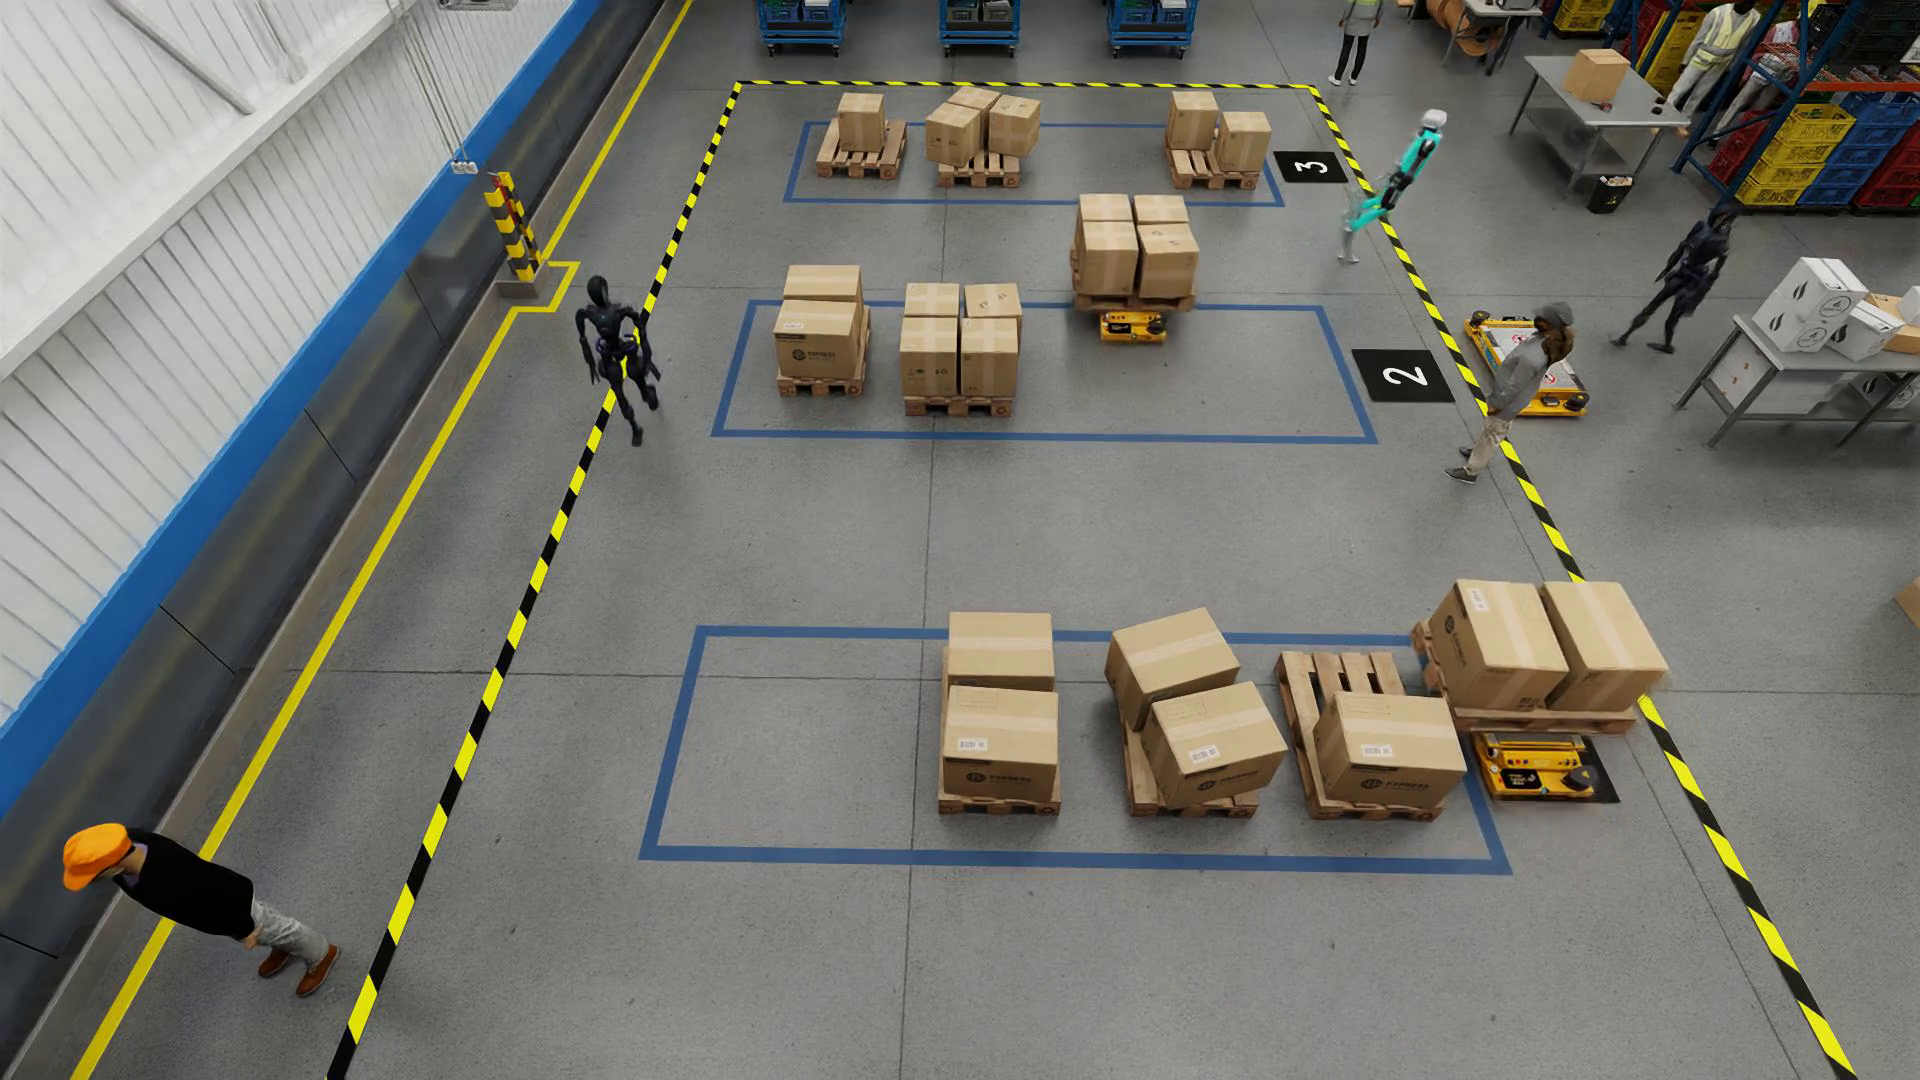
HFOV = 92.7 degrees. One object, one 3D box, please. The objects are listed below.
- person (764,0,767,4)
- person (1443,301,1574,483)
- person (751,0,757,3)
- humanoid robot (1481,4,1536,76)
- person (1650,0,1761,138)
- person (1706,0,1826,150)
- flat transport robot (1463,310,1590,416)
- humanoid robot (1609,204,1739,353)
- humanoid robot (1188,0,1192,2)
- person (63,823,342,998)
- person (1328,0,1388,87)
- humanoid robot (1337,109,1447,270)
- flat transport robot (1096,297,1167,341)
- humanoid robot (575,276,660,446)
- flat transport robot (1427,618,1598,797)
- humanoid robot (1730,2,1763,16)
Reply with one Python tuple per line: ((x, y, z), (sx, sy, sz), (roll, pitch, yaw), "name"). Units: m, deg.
((-3.310, -9.899, 15.005), (0.387, 1.927, 0.740), (-24, 53, -20), "person")
((4.576, -1.202, 7.581), (0.395, 1.769, 0.564), (34, 57, 26), "person")
((-3.388, -9.871, 14.961), (0.604, 1.957, 0.387), (10, 50, 9), "person")
((8.009, -7.706, 13.289), (0.590, 1.627, 0.759), (20, 52, 16), "humanoid robot")
((9.649, -6.140, 11.818), (0.623, 1.835, 0.429), (10, 50, 8), "person")
((10.187, -5.820, 11.536), (0.586, 1.833, 0.404), (16, 51, 13), "person")
((5.573, -1.757, 9.054), (0.659, 0.231, 1.431), (1, 49, 1), "flat transport robot")
((6.943, -2.475, 8.773), (0.703, 1.623, 0.609), (-3, 49, -2), "humanoid robot")
((3.939, -9.746, 15.042), (0.584, 1.646, 0.384), (27, 54, 21), "humanoid robot")
((-3.911, 1.934, 4.796), (0.585, 1.878, 0.383), (19, 52, 16), "person")
((5.638, -7.377, 12.872), (0.590, 1.851, 0.401), (1, 49, 0), "person")
((4.458, -3.703, 9.798), (0.818, 1.815, 0.543), (18, 52, 15), "humanoid robot")
((1.792, -2.647, 9.806), (0.652, 0.197, 1.431), (1, 49, 1), "flat transport robot")
((-2.964, -1.621, 8.007), (0.600, 1.637, 0.552), (-7, 49, -6), "humanoid robot")
((3.907, 1.119, 6.546), (0.652, 0.197, 1.431), (1, 49, 1), "flat transport robot")
((11.848, -7.951, 13.481), (0.946, 1.803, 0.547), (-1, 49, -1), "humanoid robot")
